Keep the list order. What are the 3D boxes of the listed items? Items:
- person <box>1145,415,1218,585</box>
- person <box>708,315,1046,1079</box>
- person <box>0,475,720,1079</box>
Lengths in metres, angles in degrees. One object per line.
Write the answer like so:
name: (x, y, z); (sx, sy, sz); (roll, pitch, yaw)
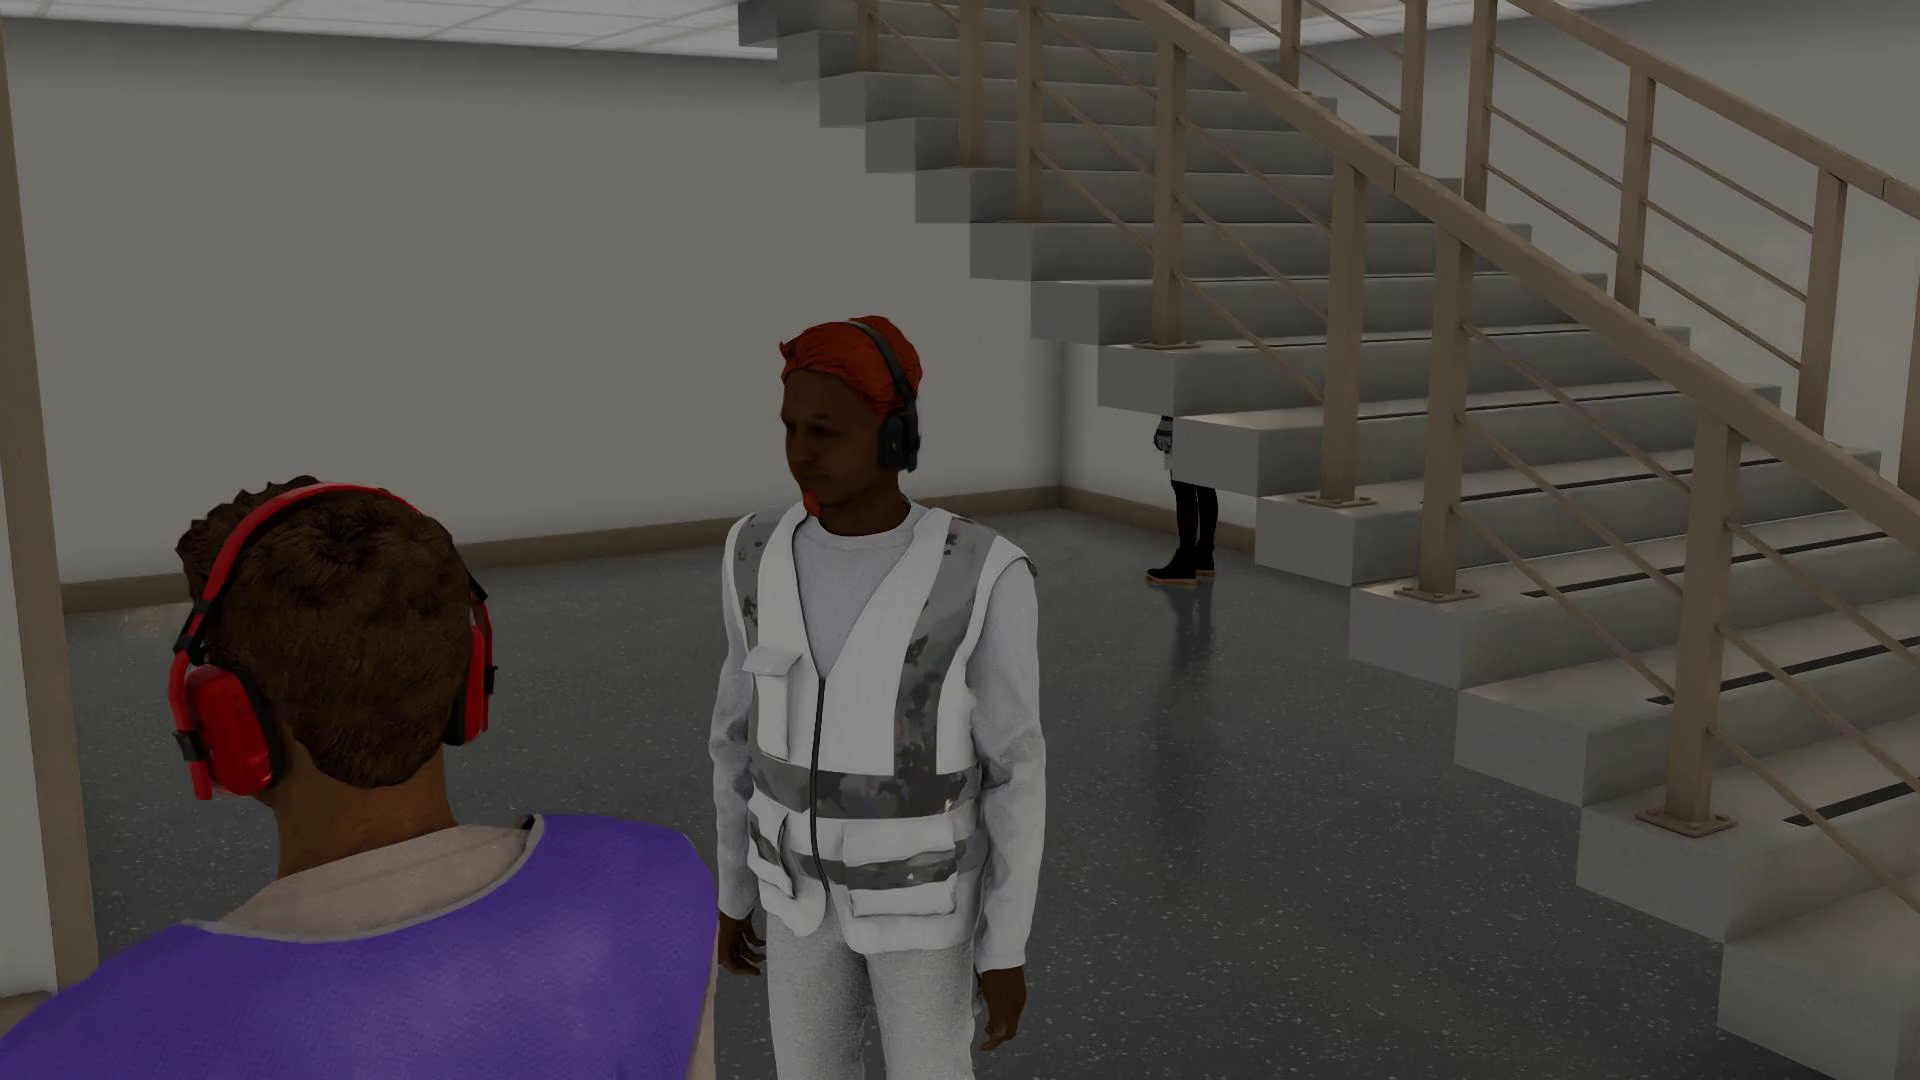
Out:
person: (1.291, -0.730, 9.374); (0.367, 1.967, 0.606); (7, 13, 33)
person: (-0.150, 0.591, 2.667); (0.585, 1.876, 0.337); (6, 12, 28)
person: (-0.418, 0.868, 1.340); (0.564, 1.837, 0.384); (-10, 15, -42)
